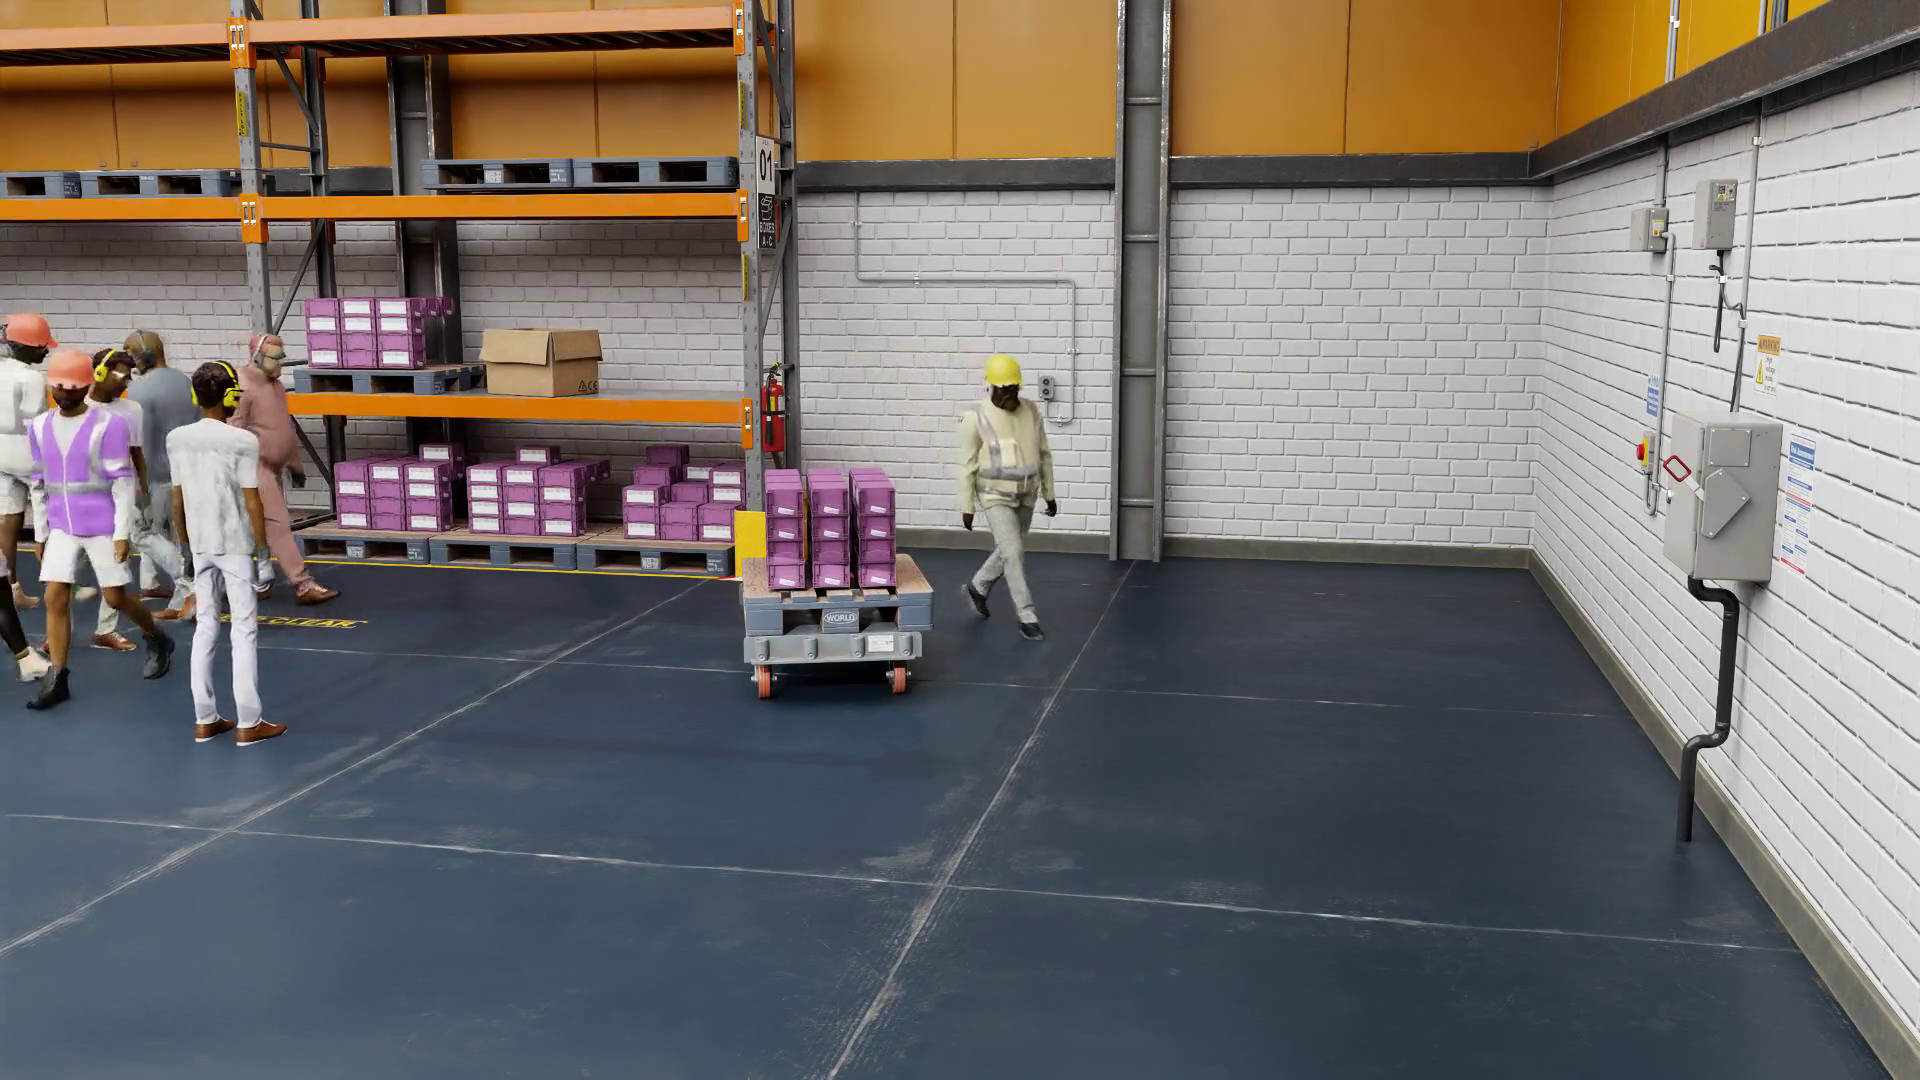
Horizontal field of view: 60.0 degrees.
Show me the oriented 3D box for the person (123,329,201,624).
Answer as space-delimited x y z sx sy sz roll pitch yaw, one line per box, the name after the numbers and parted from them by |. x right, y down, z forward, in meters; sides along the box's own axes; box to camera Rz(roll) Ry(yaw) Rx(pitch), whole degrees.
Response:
-5.051 -0.387 10.631 0.460 1.911 0.649 1 10 9 | person

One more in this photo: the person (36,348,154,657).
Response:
-5.164 -0.219 9.869 0.663 1.828 0.447 -9 13 -44 | person

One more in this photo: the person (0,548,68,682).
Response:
-5.335 0.001 9.052 0.813 1.640 0.541 0 9 2 | person

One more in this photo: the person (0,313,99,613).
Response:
-6.175 -0.517 11.169 0.601 1.995 0.745 4 10 22 | person

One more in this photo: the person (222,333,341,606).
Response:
-4.646 -0.464 11.263 0.963 1.846 0.754 0 9 0 | person

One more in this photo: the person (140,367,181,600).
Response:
-5.444 -0.385 11.500 0.580 1.608 0.509 -4 10 -24 | person

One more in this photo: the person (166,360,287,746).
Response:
-3.554 0.069 8.057 0.510 1.854 0.315 2 10 13 | person

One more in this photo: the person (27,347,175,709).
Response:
-4.679 -0.094 8.929 0.572 1.893 0.885 1 9 6 | person

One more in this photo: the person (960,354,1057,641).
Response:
0.256 -0.293 10.482 0.643 1.786 0.837 -6 11 -33 | person
